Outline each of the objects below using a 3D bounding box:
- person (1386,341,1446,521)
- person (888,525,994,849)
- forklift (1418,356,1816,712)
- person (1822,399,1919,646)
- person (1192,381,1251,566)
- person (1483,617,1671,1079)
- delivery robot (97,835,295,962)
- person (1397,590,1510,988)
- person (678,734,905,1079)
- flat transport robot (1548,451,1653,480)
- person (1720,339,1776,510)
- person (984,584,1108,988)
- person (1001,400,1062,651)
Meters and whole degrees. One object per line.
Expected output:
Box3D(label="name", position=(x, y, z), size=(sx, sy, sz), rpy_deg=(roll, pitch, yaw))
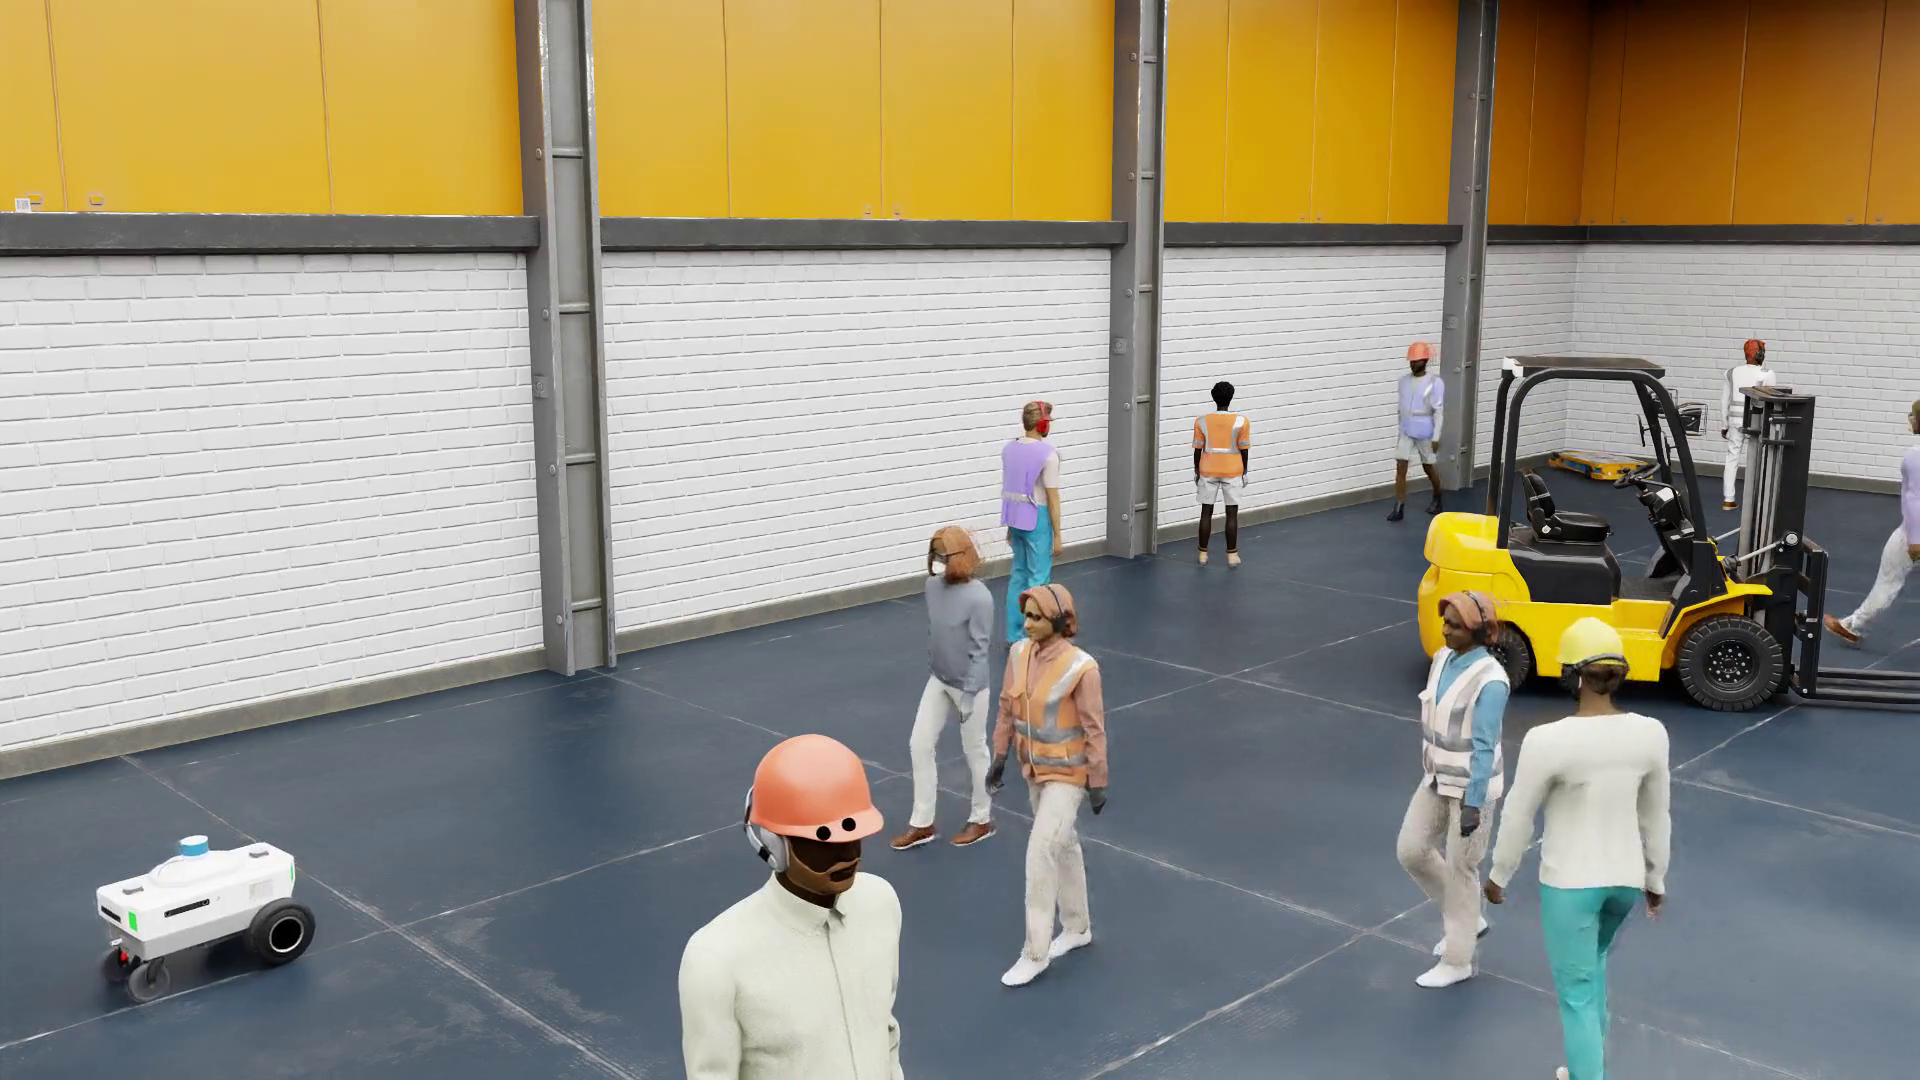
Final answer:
Box3D(label="person", position=(4.919, -1.169, 17.723), size=(0.553, 1.906, 0.933), rpy_deg=(10, 14, 44))
Box3D(label="person", position=(-0.087, 0.735, 8.086), size=(0.643, 1.610, 0.511), rpy_deg=(-9, 14, -40))
Box3D(label="forklift", position=(4.276, -0.101, 11.076), size=(2.313, 2.155, 1.214), rpy_deg=(2, 11, 13))
Box3D(label="person", position=(6.760, -0.085, 11.822), size=(0.644, 1.878, 1.069), rpy_deg=(-6, 12, -31))
Box3D(label="person", position=(2.380, -0.602, 15.184), size=(0.534, 1.693, 0.317), rpy_deg=(4, 11, 20))
Box3D(label="person", position=(2.073, 1.127, 5.596), size=(0.552, 1.735, 0.607), rpy_deg=(-3, 11, -15))
Box3D(label="delivery robot", position=(-3.116, 1.455, 6.808), size=(0.477, 0.478, 0.707), rpy_deg=(9, 14, 40))
Box3D(label="person", position=(1.978, 0.995, 6.635), size=(0.350, 1.625, 0.529), rpy_deg=(-2, 11, -12))
Box3D(label="person", position=(-0.316, 1.377, 3.556), size=(0.378, 1.996, 0.611), rpy_deg=(9, 13, 39))
Box3D(label="flat transport robot", position=(8.053, -0.948, 20.945), size=(0.652, 0.197, 1.431), rpy_deg=(-1, 10, -7))
Box3D(label="person", position=(8.591, -1.243, 18.152), size=(0.362, 1.883, 0.576), rpy_deg=(-8, 13, -38))
Box3D(label="person", position=(0.309, 0.979, 6.765), size=(0.697, 1.613, 0.513), rpy_deg=(-7, 12, -32))
Box3D(label="person", position=(0.502, -0.079, 11.910), size=(0.379, 1.843, 0.577), rpy_deg=(-8, 13, -37))
